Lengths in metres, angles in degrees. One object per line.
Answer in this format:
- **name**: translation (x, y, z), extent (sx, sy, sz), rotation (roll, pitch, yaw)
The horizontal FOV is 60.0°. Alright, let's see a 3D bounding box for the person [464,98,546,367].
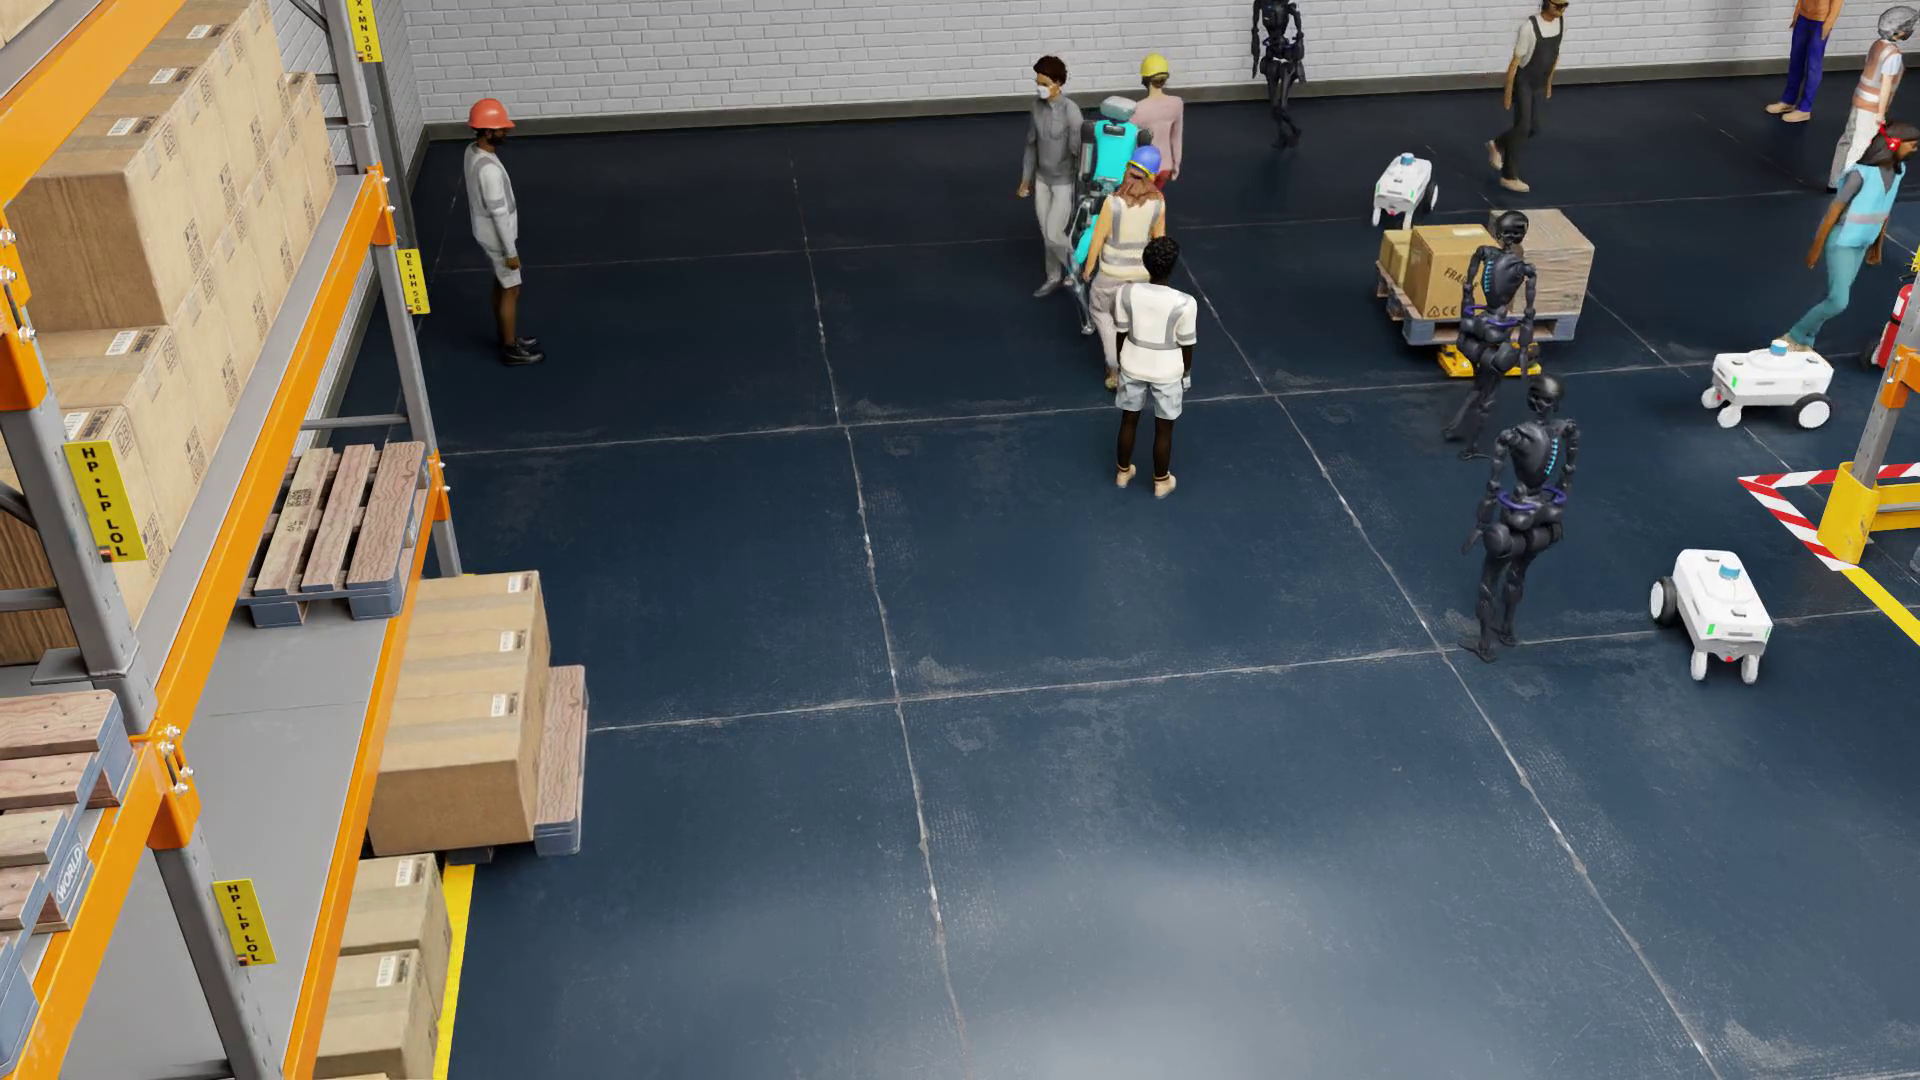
- **person**: translation (-3.193, -2.134, 11.610), extent (0.389, 1.927, 0.548), rotation (-15, 36, -22)

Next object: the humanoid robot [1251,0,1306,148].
- **humanoid robot**: translation (2.965, -4.441, 15.380), extent (0.630, 1.626, 0.455), rotation (29, 43, 36)

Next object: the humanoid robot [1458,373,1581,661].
- **humanoid robot**: translation (2.949, -0.105, 8.731), extent (0.613, 1.650, 0.302), rotation (-12, 35, -18)

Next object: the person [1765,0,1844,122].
- **person**: translation (8.243, -5.054, 16.045), extent (0.400, 1.973, 0.517), rotation (-9, 34, -14)

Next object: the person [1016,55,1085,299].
- **person**: translation (0.716, -2.716, 12.536), extent (0.451, 1.883, 0.558), rotation (-27, 42, -35)

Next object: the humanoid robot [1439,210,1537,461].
- **humanoid robot**: translation (3.350, -1.279, 10.534), extent (0.343, 1.653, 0.599), rotation (-18, 37, -26)

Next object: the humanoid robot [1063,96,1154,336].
- **humanoid robot**: translation (1.007, -2.212, 11.932), extent (0.543, 1.791, 0.842), rotation (13, 35, 19)

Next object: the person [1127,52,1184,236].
- **person**: translation (1.460, -2.910, 12.959), extent (0.523, 1.754, 0.386), rotation (-19, 38, -26)

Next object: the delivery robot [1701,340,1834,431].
- **delivery robot**: translation (5.480, -1.053, 11.222), extent (0.808, 0.614, 0.499), rotation (-2, 33, -2)

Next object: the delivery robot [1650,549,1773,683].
- **delivery robot**: translation (4.111, 0.360, 9.017), extent (0.499, 0.570, 0.753), rotation (3, 33, 5)

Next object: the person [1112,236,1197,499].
- **person**: translation (1.173, -1.041, 10.148), extent (0.531, 1.692, 0.318), rotation (15, 36, 22)

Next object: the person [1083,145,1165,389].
- **person**: translation (1.117, -1.816, 11.279), extent (0.528, 1.743, 0.521), rotation (-4, 33, -6)

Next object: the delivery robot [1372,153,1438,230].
- **delivery robot**: translation (3.784, -3.001, 14.206), extent (0.499, 0.612, 0.809), rotation (15, 36, 21)

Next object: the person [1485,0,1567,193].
- **person**: translation (4.943, -3.990, 14.549), extent (0.542, 1.819, 0.570), rotation (-19, 38, -26)

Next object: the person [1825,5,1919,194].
- **person**: translation (7.820, -3.725, 14.258), extent (0.317, 1.687, 0.438), rotation (2, 33, 3)

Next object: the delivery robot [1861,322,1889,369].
- **delivery robot**: translation (6.846, -1.429, 11.760), extent (0.747, 0.572, 0.499), rotation (-18, 37, -26)

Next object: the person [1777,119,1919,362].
- **person**: translation (6.159, -2.020, 11.511), extent (0.550, 1.840, 0.437), rotation (-17, 37, -24)

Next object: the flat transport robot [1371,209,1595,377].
- **flat transport robot**: translation (3.739, -1.608, 12.316), extent (0.659, 0.231, 1.431), rotation (-2, 33, -3)
